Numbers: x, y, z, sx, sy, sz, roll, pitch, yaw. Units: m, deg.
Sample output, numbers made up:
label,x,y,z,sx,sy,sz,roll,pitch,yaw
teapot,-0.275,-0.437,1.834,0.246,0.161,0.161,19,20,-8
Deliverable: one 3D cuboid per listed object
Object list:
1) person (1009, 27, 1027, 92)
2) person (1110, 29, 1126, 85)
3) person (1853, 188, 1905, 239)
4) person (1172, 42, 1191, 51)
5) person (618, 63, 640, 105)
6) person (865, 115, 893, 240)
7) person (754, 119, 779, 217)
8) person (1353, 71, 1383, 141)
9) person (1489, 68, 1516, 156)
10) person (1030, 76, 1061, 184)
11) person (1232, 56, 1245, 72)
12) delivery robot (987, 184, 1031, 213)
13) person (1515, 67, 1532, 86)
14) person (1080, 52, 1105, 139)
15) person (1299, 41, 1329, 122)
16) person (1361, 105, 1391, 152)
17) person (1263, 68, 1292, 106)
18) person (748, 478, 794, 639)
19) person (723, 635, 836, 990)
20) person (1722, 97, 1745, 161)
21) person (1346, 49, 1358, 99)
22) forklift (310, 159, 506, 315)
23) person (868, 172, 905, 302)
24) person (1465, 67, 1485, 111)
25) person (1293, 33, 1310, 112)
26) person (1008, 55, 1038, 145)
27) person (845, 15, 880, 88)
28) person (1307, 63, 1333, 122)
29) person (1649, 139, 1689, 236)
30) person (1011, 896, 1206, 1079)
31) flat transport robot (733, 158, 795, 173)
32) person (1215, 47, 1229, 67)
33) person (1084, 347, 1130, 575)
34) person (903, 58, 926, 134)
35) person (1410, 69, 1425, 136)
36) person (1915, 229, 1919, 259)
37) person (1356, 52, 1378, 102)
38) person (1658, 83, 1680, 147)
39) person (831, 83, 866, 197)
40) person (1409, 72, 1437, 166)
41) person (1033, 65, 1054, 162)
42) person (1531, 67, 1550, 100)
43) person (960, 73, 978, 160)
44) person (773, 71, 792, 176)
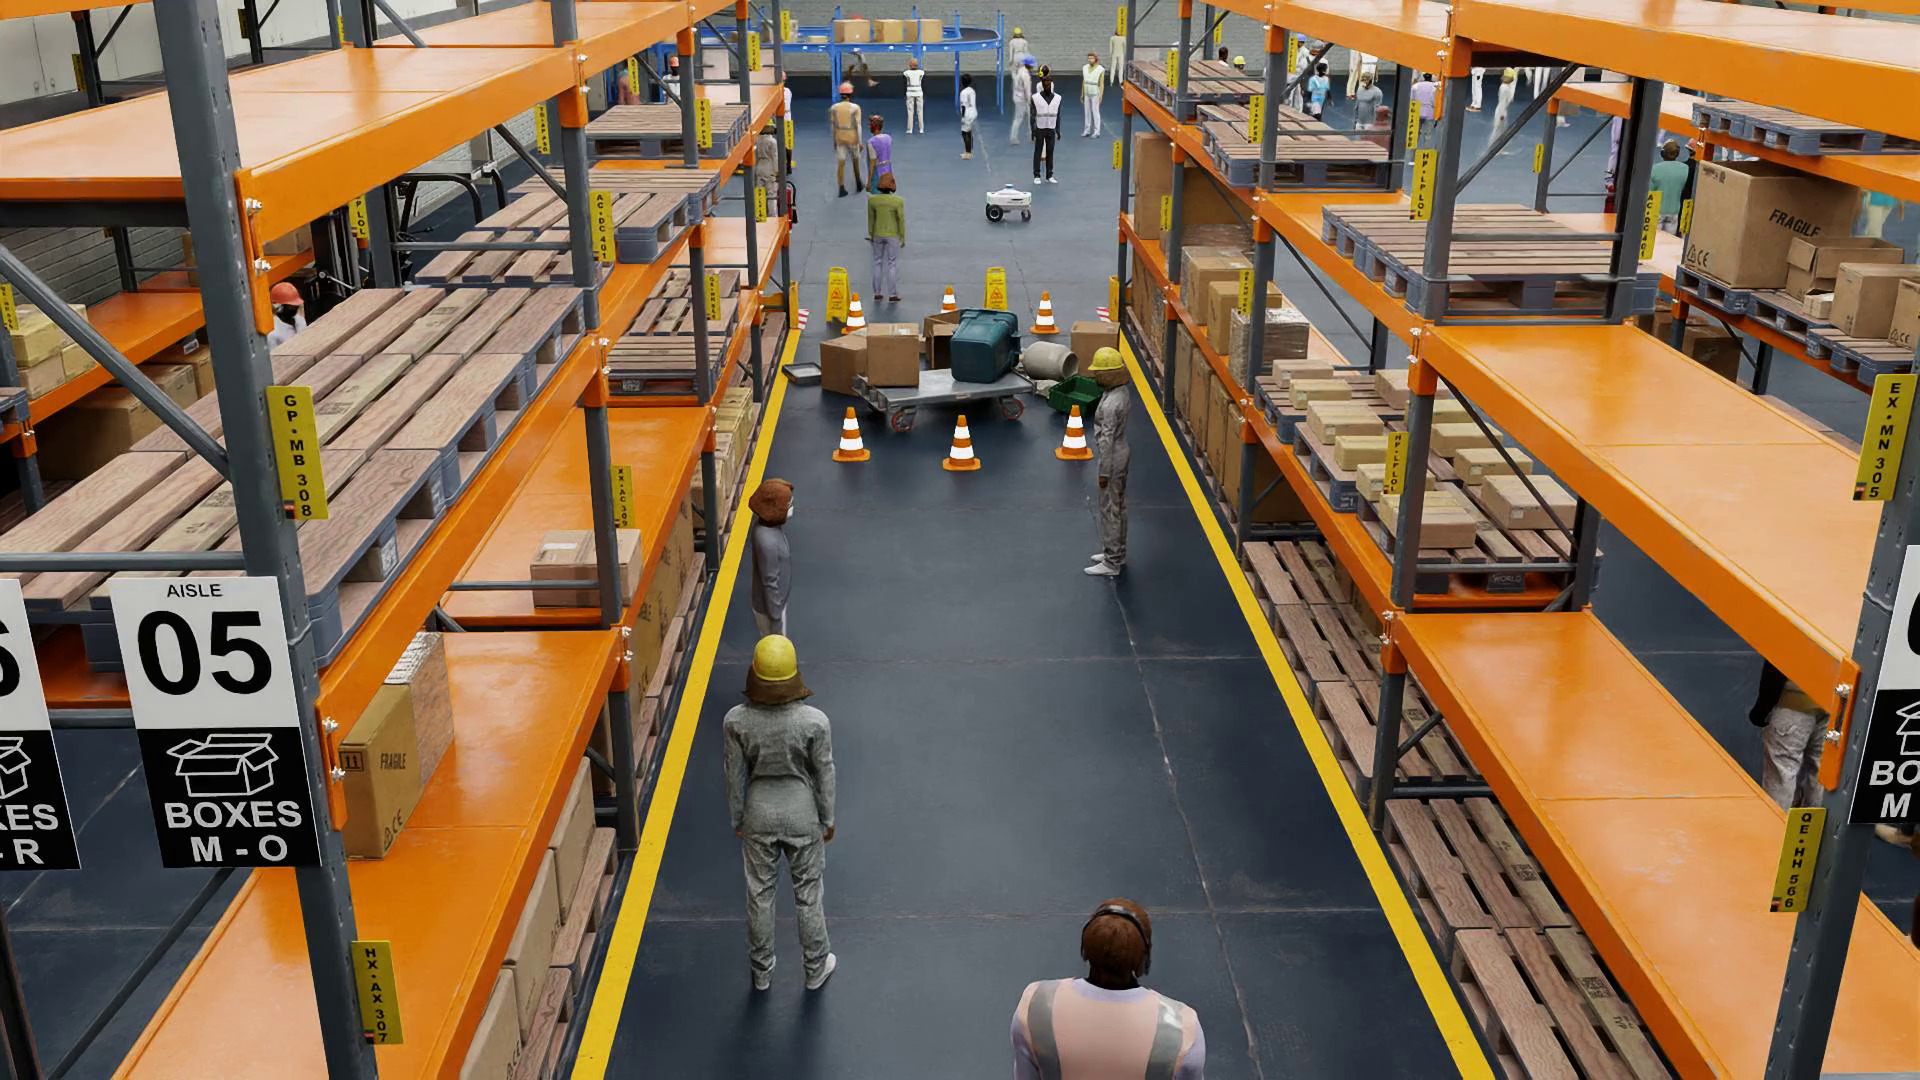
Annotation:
label,x,y,z,sx,sy,sz,roll,pitch,yaw
person,1.582,-13.102,45.423,0.494,1.725,0.376,-3,21,-9
person,4.516,-13.802,47.426,0.511,1.620,0.325,6,21,15
person,12.576,-4.505,22.601,0.590,1.790,0.951,-4,21,-11
person,5.462,-11.541,40.860,0.609,2.040,0.394,-11,23,-27
person,-6.607,-8.739,33.704,0.692,1.865,0.727,-11,23,-27
person,-1.214,-5.432,24.982,0.390,1.846,0.564,10,23,25
person,-2.992,-5.694,25.823,0.485,1.739,0.314,14,25,32
person,7.555,-7.735,30.965,0.384,1.928,0.635,-12,24,-28
person,10.995,-8.667,33.695,0.357,1.746,0.494,8,22,21
person,1.552,-7.446,30.205,0.592,1.919,0.392,-7,22,-19
person,5.980,-9.565,36.016,0.323,1.769,0.523,-5,21,-12
delivery robot,0.790,-5.470,26.749,0.707,0.478,0.477,0,21,0
person,16.059,-13.832,47.368,0.564,1.725,0.845,-6,21,-15
person,2.909,-9.716,36.326,0.564,1.836,0.385,19,28,40
person,7.838,-9.969,36.703,0.689,2.000,0.538,15,26,35
person,6.564,-5.839,26.030,0.644,1.876,0.936,5,21,14
person,6.815,-9.536,35.696,0.637,1.936,0.560,6,22,16
person,-1.096,0.399,9.881,0.297,1.622,0.512,-2,21,-5
person,-0.799,1.234,7.502,0.492,1.746,0.284,1,21,2
person,15.150,-8.254,32.312,0.372,1.940,0.631,-11,23,-26
person,10.464,-12.527,44.047,0.280,1.627,0.507,15,25,34
forklift,-5.622,-2.910,17.832,2.313,2.155,1.214,-1,21,-1
person,-0.926,-3.826,21.048,0.502,1.625,0.293,8,22,19
person,12.831,-11.602,41.256,0.354,1.876,0.574,0,21,1
person,8.165,-11.187,40.051,0.404,1.945,0.615,-6,22,-17
person,1.416,-9.282,35.113,0.828,1.881,0.667,1,21,3
person,-2.803,-13.625,46.443,1.050,1.984,0.612,9,23,23
person,7.728,-9.361,35.603,0.557,1.654,0.748,-15,26,-35
person,9.152,-4.231,21.680,0.627,1.940,0.372,0,21,0
person,0.484,1.978,5.405,0.625,1.842,0.429,5,21,13
flat transport robot,-3.917,-7.228,31.921,0.652,0.197,1.431,18,27,40
person,5.700,-9.885,36.675,0.410,1.906,0.600,-10,23,-24
person,1.092,-0.582,12.327,0.322,1.734,0.487,6,22,15
person,-1.012,-9.876,37.016,0.511,1.641,0.307,-4,21,-9
person,10.028,-9.808,36.539,0.329,1.857,0.526,16,26,37
person,13.843,-4.888,23.447,0.707,1.922,0.455,-10,23,-25
person,10.016,-11.457,40.907,0.563,1.847,0.390,-6,22,-16
person,14.781,-9.129,34.895,0.527,1.752,0.419,12,24,29
person,-1.940,-7.002,29.060,0.585,1.891,0.957,5,21,12
person,9.013,-8.234,32.291,0.587,1.919,0.403,11,23,26
person,1.660,-8.448,32.948,0.327,1.859,0.499,15,26,35
person,15.086,-12.268,43.026,0.590,1.862,0.811,6,22,17
person,0.134,-8.450,33.184,0.419,1.673,0.555,10,23,24
person,-3.347,-7.815,31.147,0.347,1.942,0.544,6,22,16
